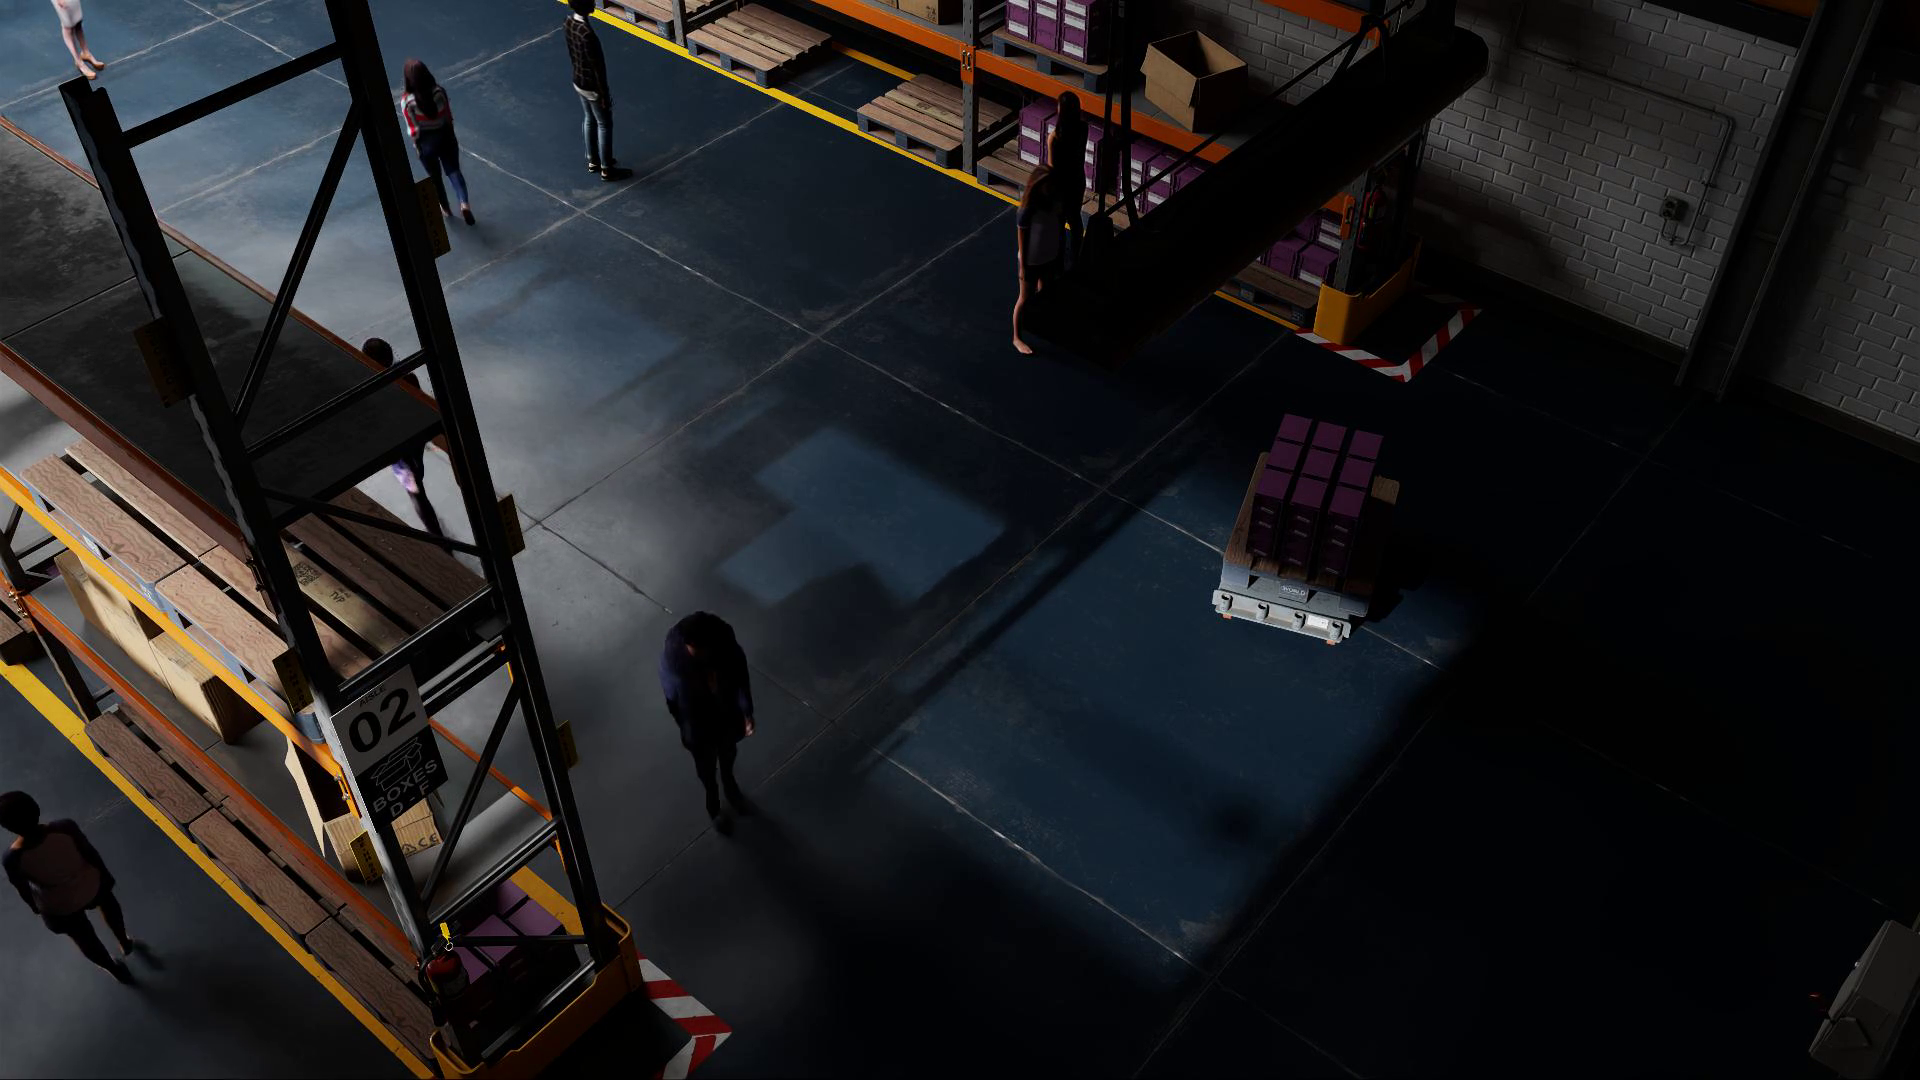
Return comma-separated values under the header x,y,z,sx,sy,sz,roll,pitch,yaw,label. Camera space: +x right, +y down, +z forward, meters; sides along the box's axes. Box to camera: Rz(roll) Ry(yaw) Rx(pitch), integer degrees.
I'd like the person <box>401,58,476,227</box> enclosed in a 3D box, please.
x,y,z,sx,sy,sz,roll,pitch,yaw,label
-4.616,-3.493,14.741,0.782,1.599,0.974,-23,48,-22,person

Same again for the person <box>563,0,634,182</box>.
x,y,z,sx,sy,sz,roll,pitch,yaw,label
-3.412,-4.190,15.314,0.779,1.818,0.581,-28,50,-26,person

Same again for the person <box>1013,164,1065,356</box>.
x,y,z,sx,sy,sz,roll,pitch,yaw,label
0.620,-2.278,13.372,0.638,1.727,0.610,-27,50,-26,person

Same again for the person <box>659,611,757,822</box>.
x,y,z,sx,sy,sz,roll,pitch,yaw,label
-1.504,0.968,10.012,0.787,1.662,0.819,-12,45,-13,person

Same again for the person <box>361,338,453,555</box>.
x,y,z,sx,sy,sz,roll,pitch,yaw,label
-3.848,-0.613,11.627,0.764,1.725,1.176,-28,50,-26,person

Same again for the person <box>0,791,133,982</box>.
x,y,z,sx,sy,sz,roll,pitch,yaw,label
-4.832,1.939,9.070,0.606,1.555,0.610,-33,53,-30,person

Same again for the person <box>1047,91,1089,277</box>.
x,y,z,sx,sy,sz,roll,pitch,yaw,label
0.899,-3.045,14.206,0.637,1.688,0.603,-28,50,-26,person

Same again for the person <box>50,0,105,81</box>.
x,y,z,sx,sy,sz,roll,pitch,yaw,label
-9.042,-5.524,16.733,0.661,1.792,0.628,1,44,1,person
